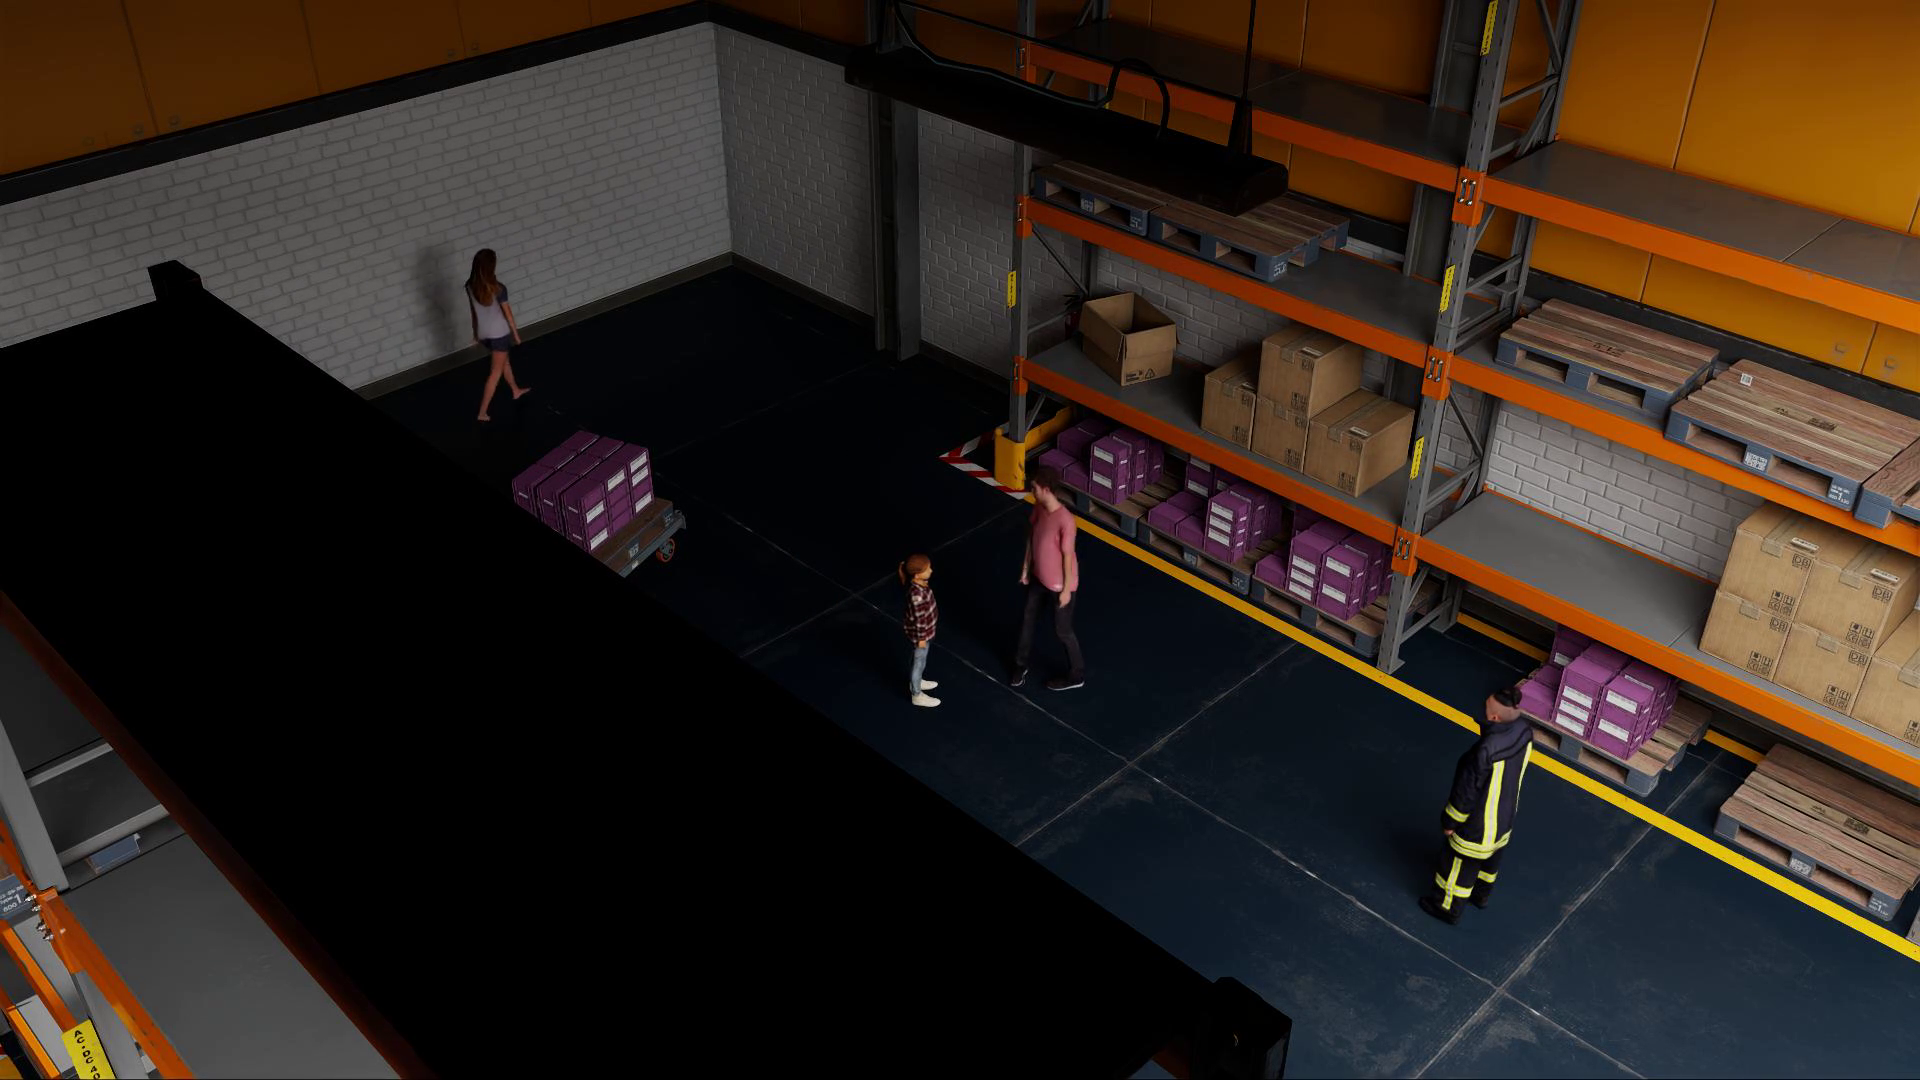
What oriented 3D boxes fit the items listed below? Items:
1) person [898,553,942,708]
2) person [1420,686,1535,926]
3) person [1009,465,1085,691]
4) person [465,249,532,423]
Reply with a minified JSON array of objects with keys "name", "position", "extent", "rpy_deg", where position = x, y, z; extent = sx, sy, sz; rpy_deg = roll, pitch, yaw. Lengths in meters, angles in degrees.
[{"name":"person","position":[-0.315,0.647,12.445],"extent":[0.677,1.305,0.611],"rpy_deg":[-2,34,-3]},{"name":"person","position":[3.306,1.645,10.436],"extent":[0.803,1.867,0.734],"rpy_deg":[-23,40,-30]},{"name":"person","position":[0.696,0.285,12.421],"extent":[0.794,1.935,0.745],"rpy_deg":[-28,43,-35]},{"name":"person","position":[-4.530,-1.927,15.972],"extent":[1.098,1.688,0.906],"rpy_deg":[15,36,21]}]
